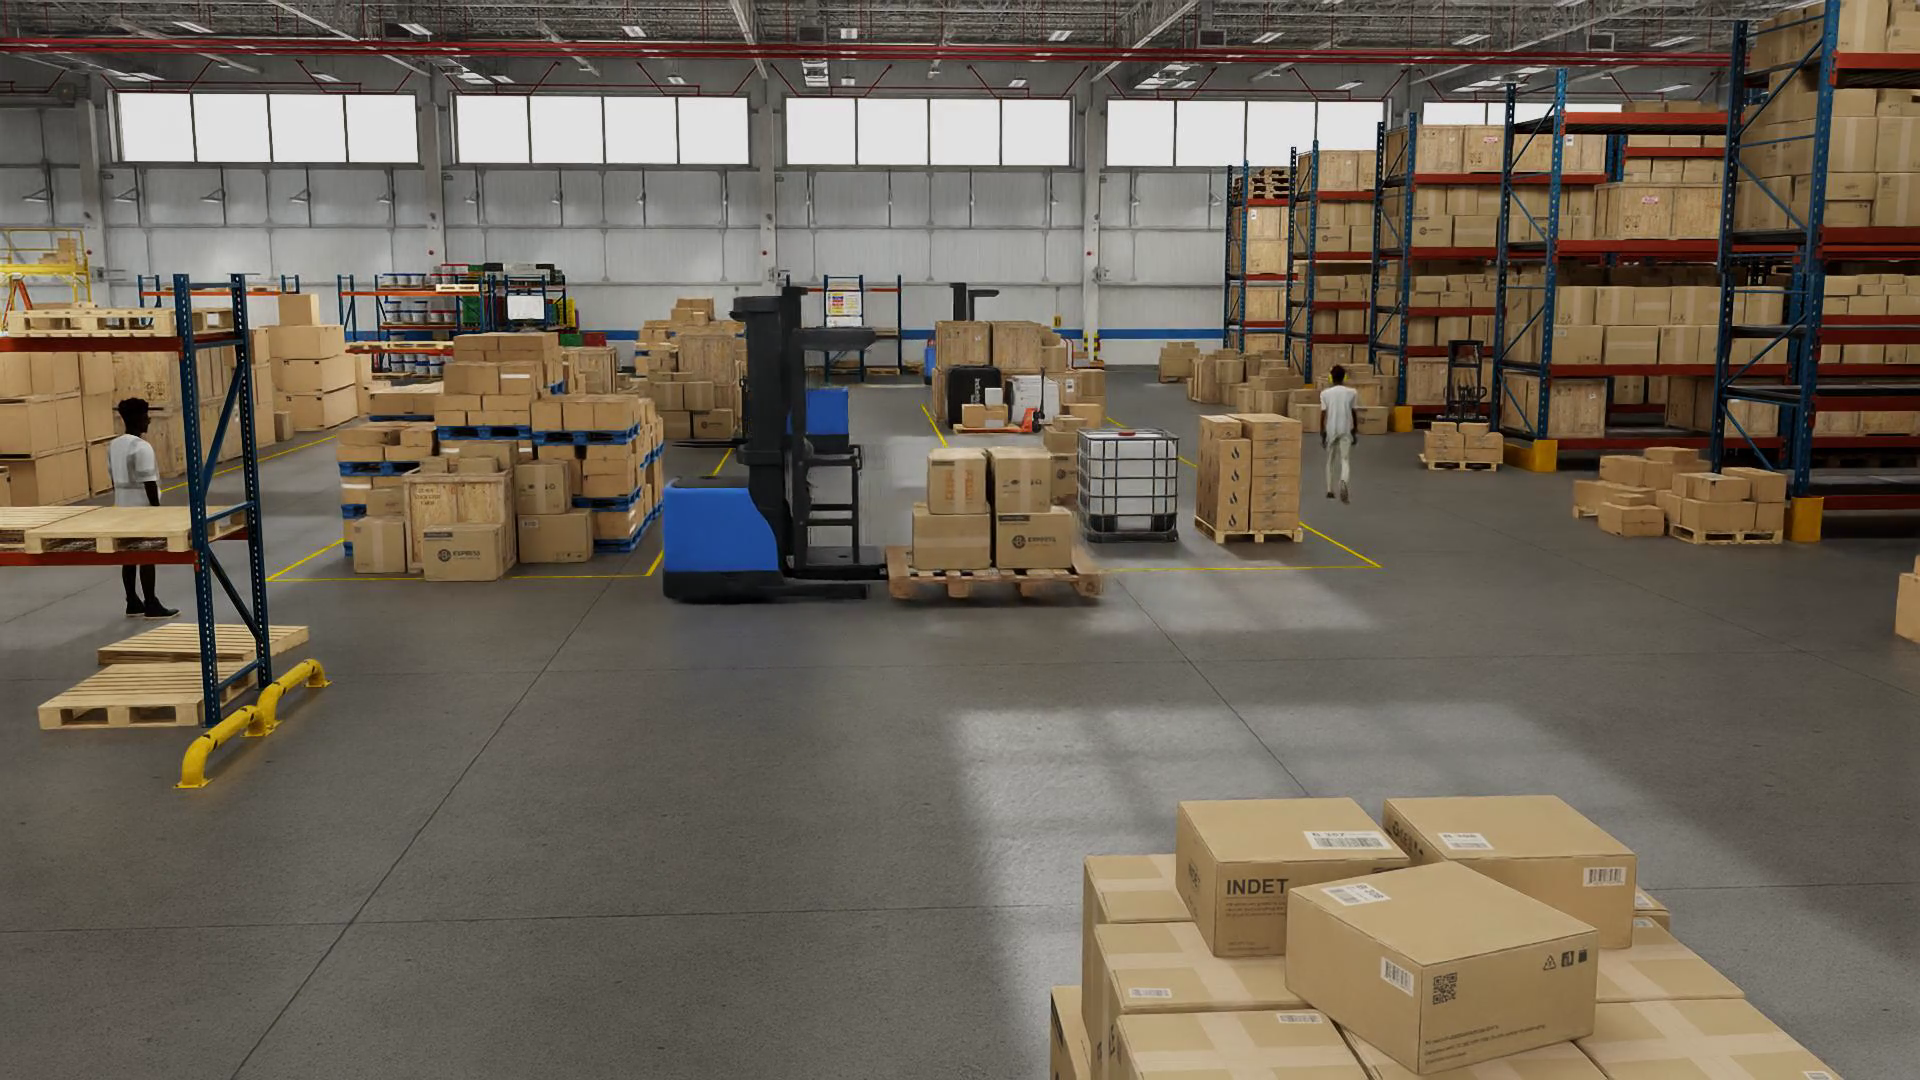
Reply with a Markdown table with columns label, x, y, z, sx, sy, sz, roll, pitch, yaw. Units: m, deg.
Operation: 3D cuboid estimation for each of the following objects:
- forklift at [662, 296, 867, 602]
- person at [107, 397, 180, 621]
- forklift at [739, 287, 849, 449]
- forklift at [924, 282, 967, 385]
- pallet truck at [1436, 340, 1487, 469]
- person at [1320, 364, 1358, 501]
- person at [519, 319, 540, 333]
| label | x | y | z | sx | sy | sz | roll | pitch | yaw |
| --- | --- | --- | --- | --- | --- | --- | --- | --- | --- |
| forklift | -1.833 | -0.887 | 15.603 | 1.873 | 2.768 | 1.129 | -1 | 9 | -4 |
| person | -7.197 | -0.271 | 14.596 | 0.607 | 1.966 | 0.367 | 6 | 11 | 33 |
| forklift | -2.857 | -2.959 | 28.607 | 1.873 | 2.768 | 1.129 | -1 | 9 | -4 |
| forklift | -0.025 | -5.569 | 44.997 | 1.873 | 2.768 | 1.129 | -1 | 9 | -4 |
| pallet truck | 8.004 | -2.170 | 26.422 | 0.823 | 1.965 | 1.885 | 2 | 9 | 14 |
| person | 5.074 | -1.430 | 22.260 | 0.527 | 1.847 | 0.721 | 2 | 9 | 11 |
| person | -11.352 | -4.916 | 44.032 | 0.656 | 1.884 | 1.047 | -2 | 9 | -14 |
